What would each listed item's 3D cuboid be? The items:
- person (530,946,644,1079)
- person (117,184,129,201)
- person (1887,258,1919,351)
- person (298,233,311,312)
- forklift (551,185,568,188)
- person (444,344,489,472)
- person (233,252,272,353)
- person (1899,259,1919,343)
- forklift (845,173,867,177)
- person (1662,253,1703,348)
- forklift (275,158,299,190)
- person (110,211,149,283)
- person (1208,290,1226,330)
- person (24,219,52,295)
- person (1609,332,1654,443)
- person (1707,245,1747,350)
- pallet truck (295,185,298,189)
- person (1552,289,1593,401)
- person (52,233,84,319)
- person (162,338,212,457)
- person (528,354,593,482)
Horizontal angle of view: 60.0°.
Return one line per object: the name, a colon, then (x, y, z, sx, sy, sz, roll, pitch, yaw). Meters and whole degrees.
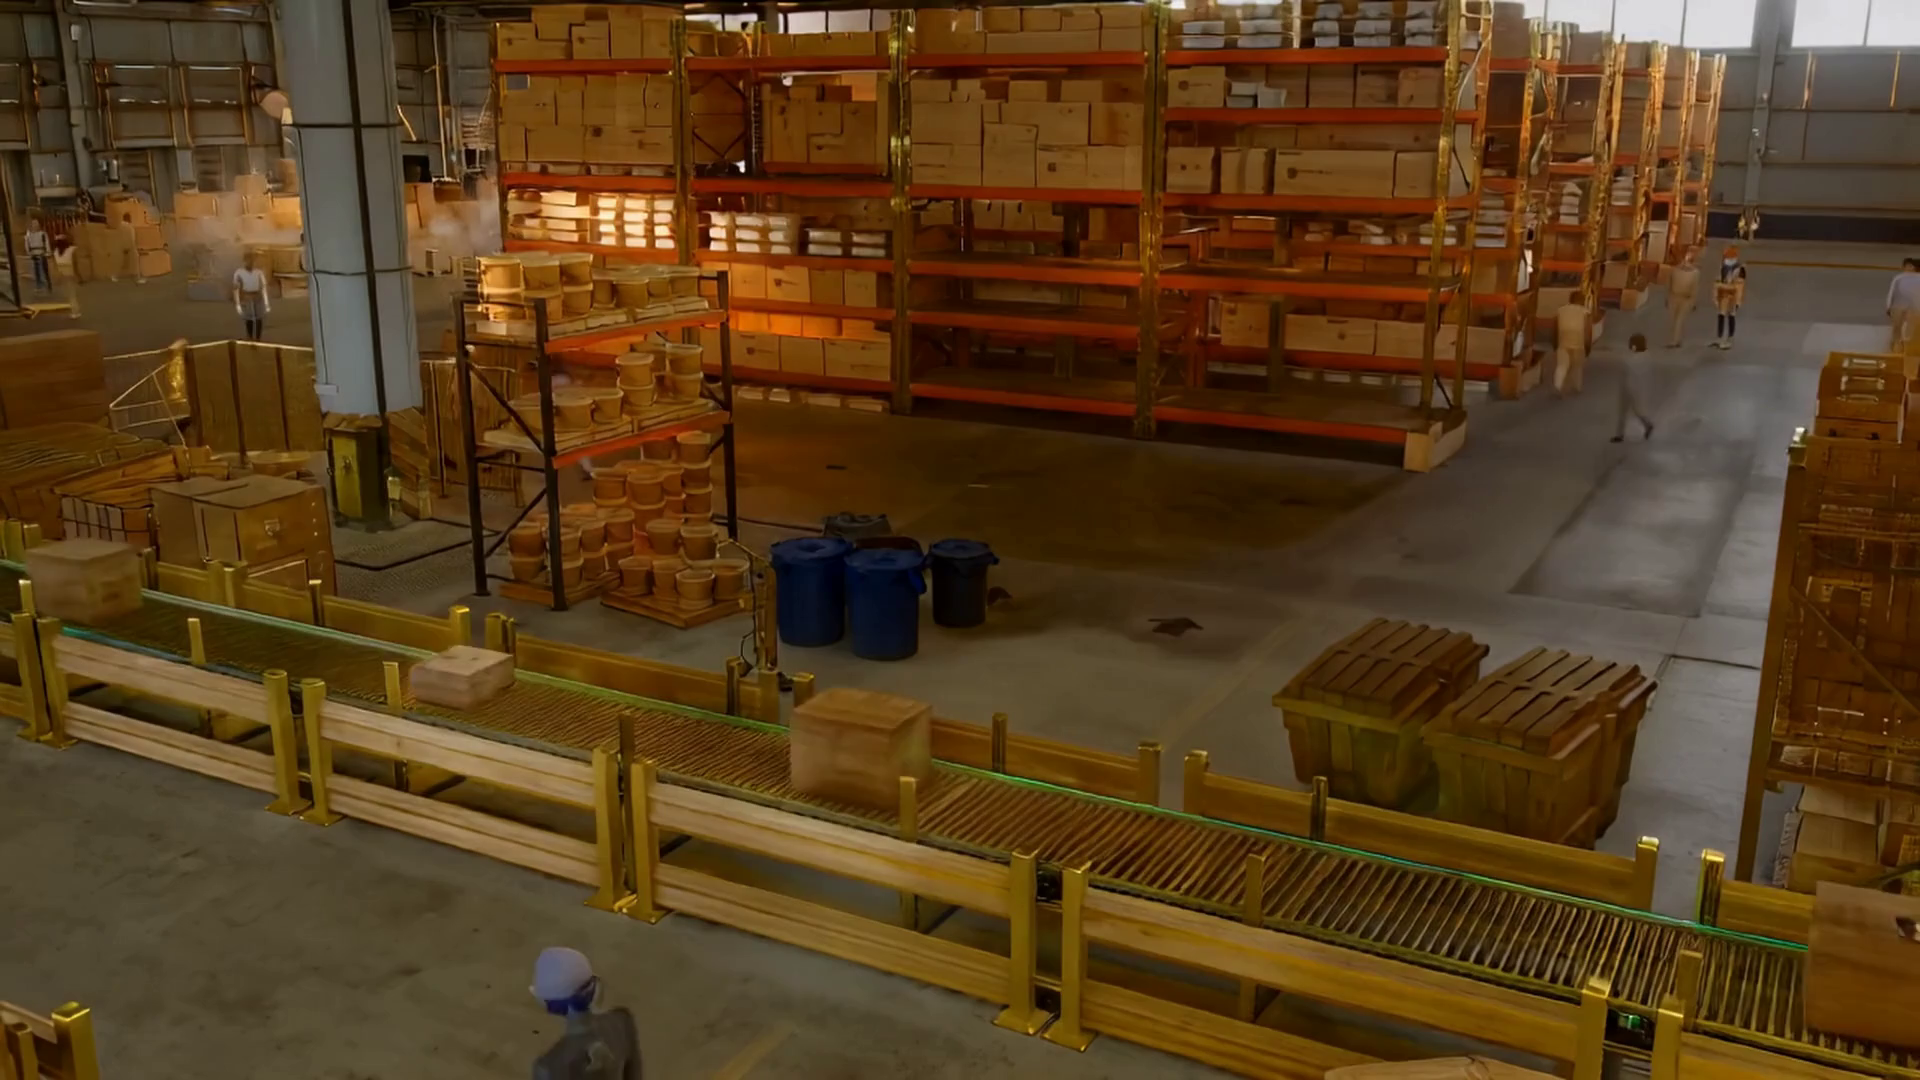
person: (-1.470, 2.366, 6.449, 0.927, 1.711, 0.573, 10, 18, 34)
person: (-28.852, -11.339, 57.524, 0.352, 1.942, 0.546, 2, 15, 6)
person: (18.306, -4.535, 32.219, 0.628, 1.813, 0.601, 5, 16, 17)
person: (-14.989, -6.185, 38.385, 0.533, 1.812, 0.937, 4, 15, 14)
forklift: (-15.292, -13.524, 63.939, 1.873, 2.768, 1.129, 8, 17, 28)
person: (-6.544, -1.780, 21.902, 0.862, 1.783, 0.599, 1, 15, 2)
person: (-13.691, -4.604, 32.218, 0.629, 1.921, 0.932, -7, 17, -25)
person: (19.010, -4.760, 33.258, 0.318, 1.699, 0.533, -3, 15, -9)
forklift: (-3.950, -13.443, 63.637, 1.129, 2.768, 1.873, 8, 17, 28)
person: (14.159, -4.695, 32.679, 0.685, 1.870, 0.696, 11, 19, 36)
forklift: (-22.628, -11.539, 56.478, 1.873, 2.768, 1.129, 8, 17, 28)
person: (-22.089, -7.728, 44.026, 0.836, 1.913, 0.633, -14, 20, -41)
person: (5.233, -4.961, 34.136, 0.499, 1.633, 0.286, -8, 17, -27)
person: (-23.055, -7.074, 41.606, 0.574, 1.881, 0.357, -1, 15, -4)
person: (9.647, -2.173, 23.676, 0.515, 1.616, 0.537, -7, 17, -26)
person: (15.007, -4.737, 32.530, 0.392, 2.035, 0.605, -6, 16, -22)
pallet truck: (-26.804, -14.617, 69.738, 1.885, 1.965, 0.823, -14, 20, -42)
person: (9.933, -3.160, 27.046, 0.635, 1.813, 0.842, 10, 18, 32)
person: (-19.856, -5.862, 37.012, 0.625, 1.900, 0.463, 2, 15, 9)
person: (-10.554, -1.885, 22.466, 0.578, 1.680, 0.536, -6, 16, -22)
person: (-5.124, -1.558, 21.322, 0.890, 1.640, 0.527, 1, 15, 3)
